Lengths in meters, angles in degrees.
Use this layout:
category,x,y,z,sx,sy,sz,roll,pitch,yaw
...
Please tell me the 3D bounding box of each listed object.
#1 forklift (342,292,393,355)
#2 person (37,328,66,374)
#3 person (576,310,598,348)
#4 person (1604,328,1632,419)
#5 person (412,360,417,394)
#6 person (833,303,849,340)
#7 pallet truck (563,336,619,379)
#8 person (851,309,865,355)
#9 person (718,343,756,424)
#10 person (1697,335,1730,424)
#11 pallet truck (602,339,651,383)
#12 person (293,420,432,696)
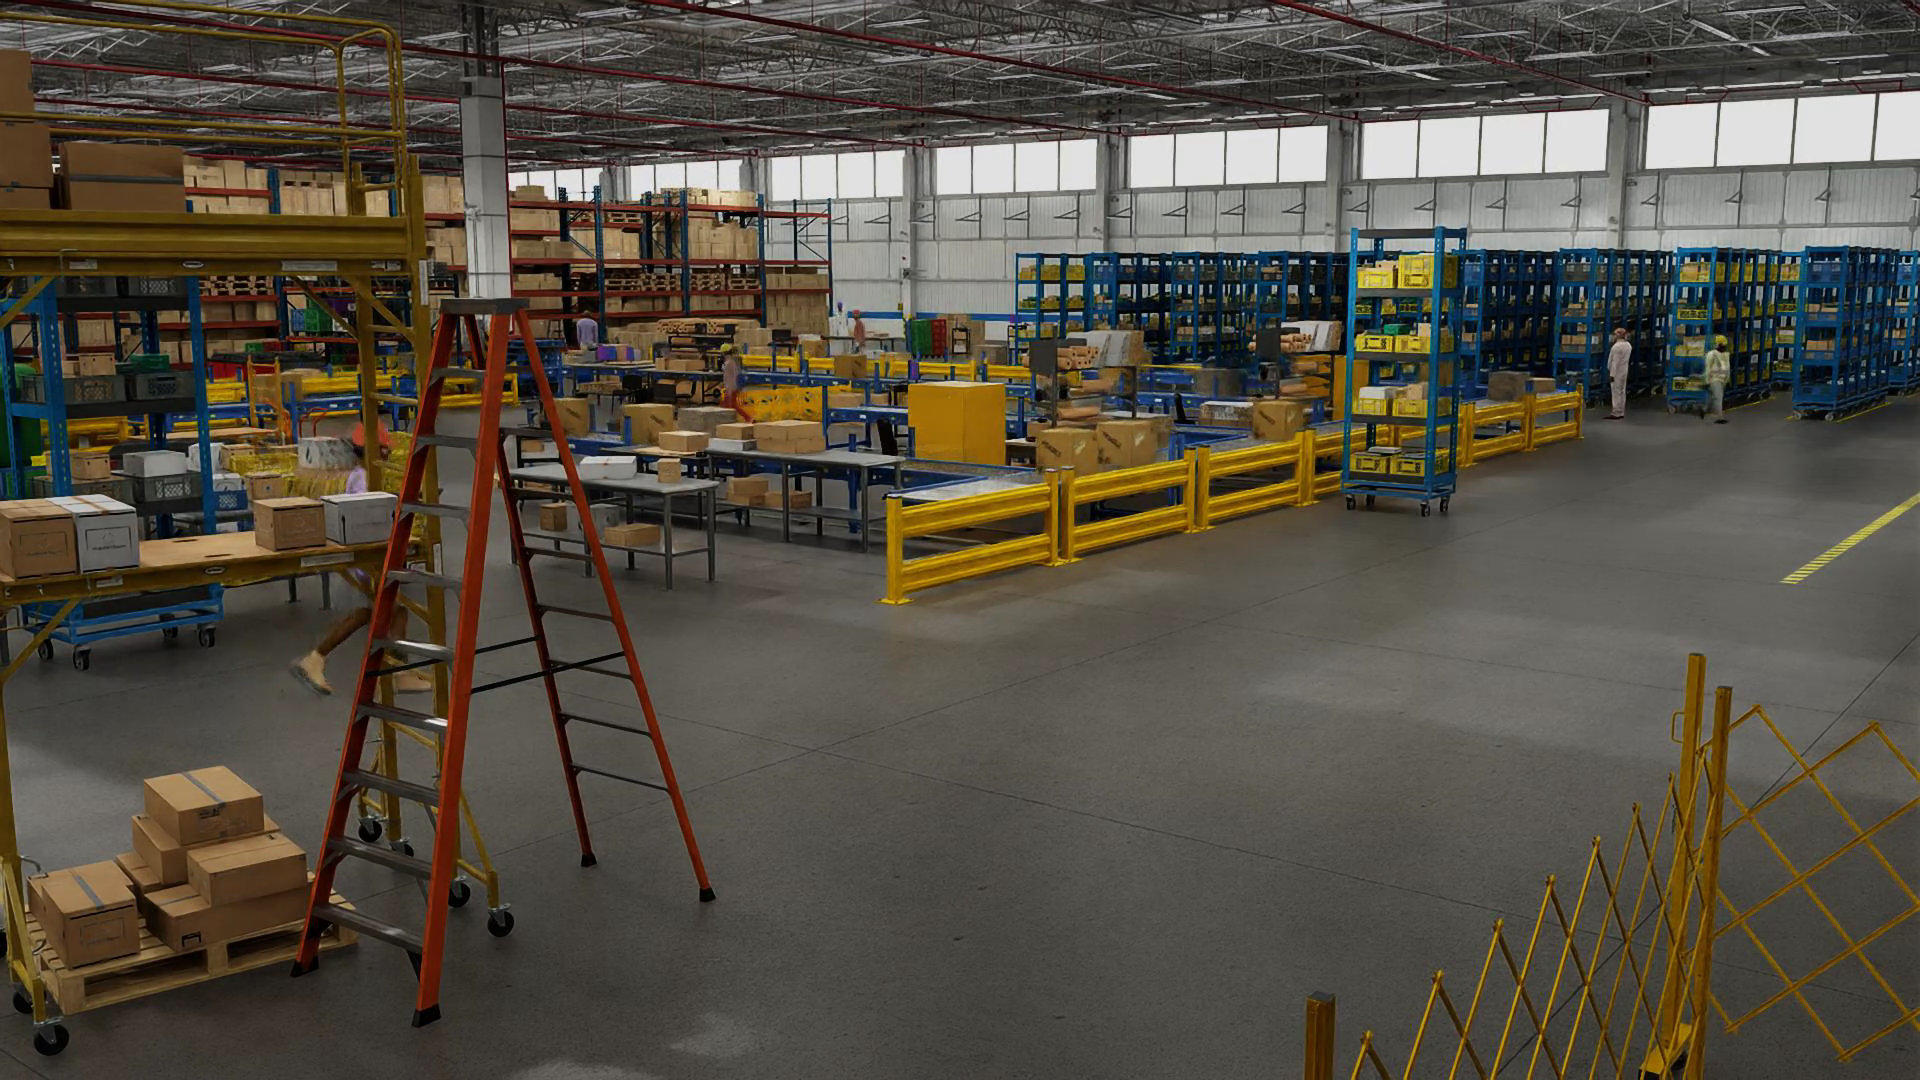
category,x,y,z,sx,sy,sz,roll,pitch,yaw
forklift,-16.485,-5.622,45.120,1.129,2.768,1.873,7,11,37
person,-18.967,-3.493,34.888,0.406,1.901,0.639,4,10,22
person,-11.359,-6.041,50.713,0.622,1.932,0.368,-1,9,-7
person,13.717,-3.468,34.708,0.407,1.908,0.641,8,12,42
person,-10.993,-3.254,34.090,0.547,1.679,0.413,5,11,30
person,-4.675,-8.273,64.712,0.642,1.896,0.979,1,9,7
pallet truck,-10.690,-5.294,48.215,1.601,1.201,0.680,-5,10,-26
person,-3.068,-5.965,50.107,0.542,1.957,0.639,0,9,1
person,-4.242,-2.835,31.274,0.669,1.749,0.534,1,9,5
person,15.340,-3.271,33.773,0.596,1.813,0.727,-5,11,-30
pallet truck,-8.991,-4.871,45.351,0.653,1.274,1.630,7,11,37
person,-4.275,0.143,11.838,0.962,2.011,0.620,-4,10,-22
